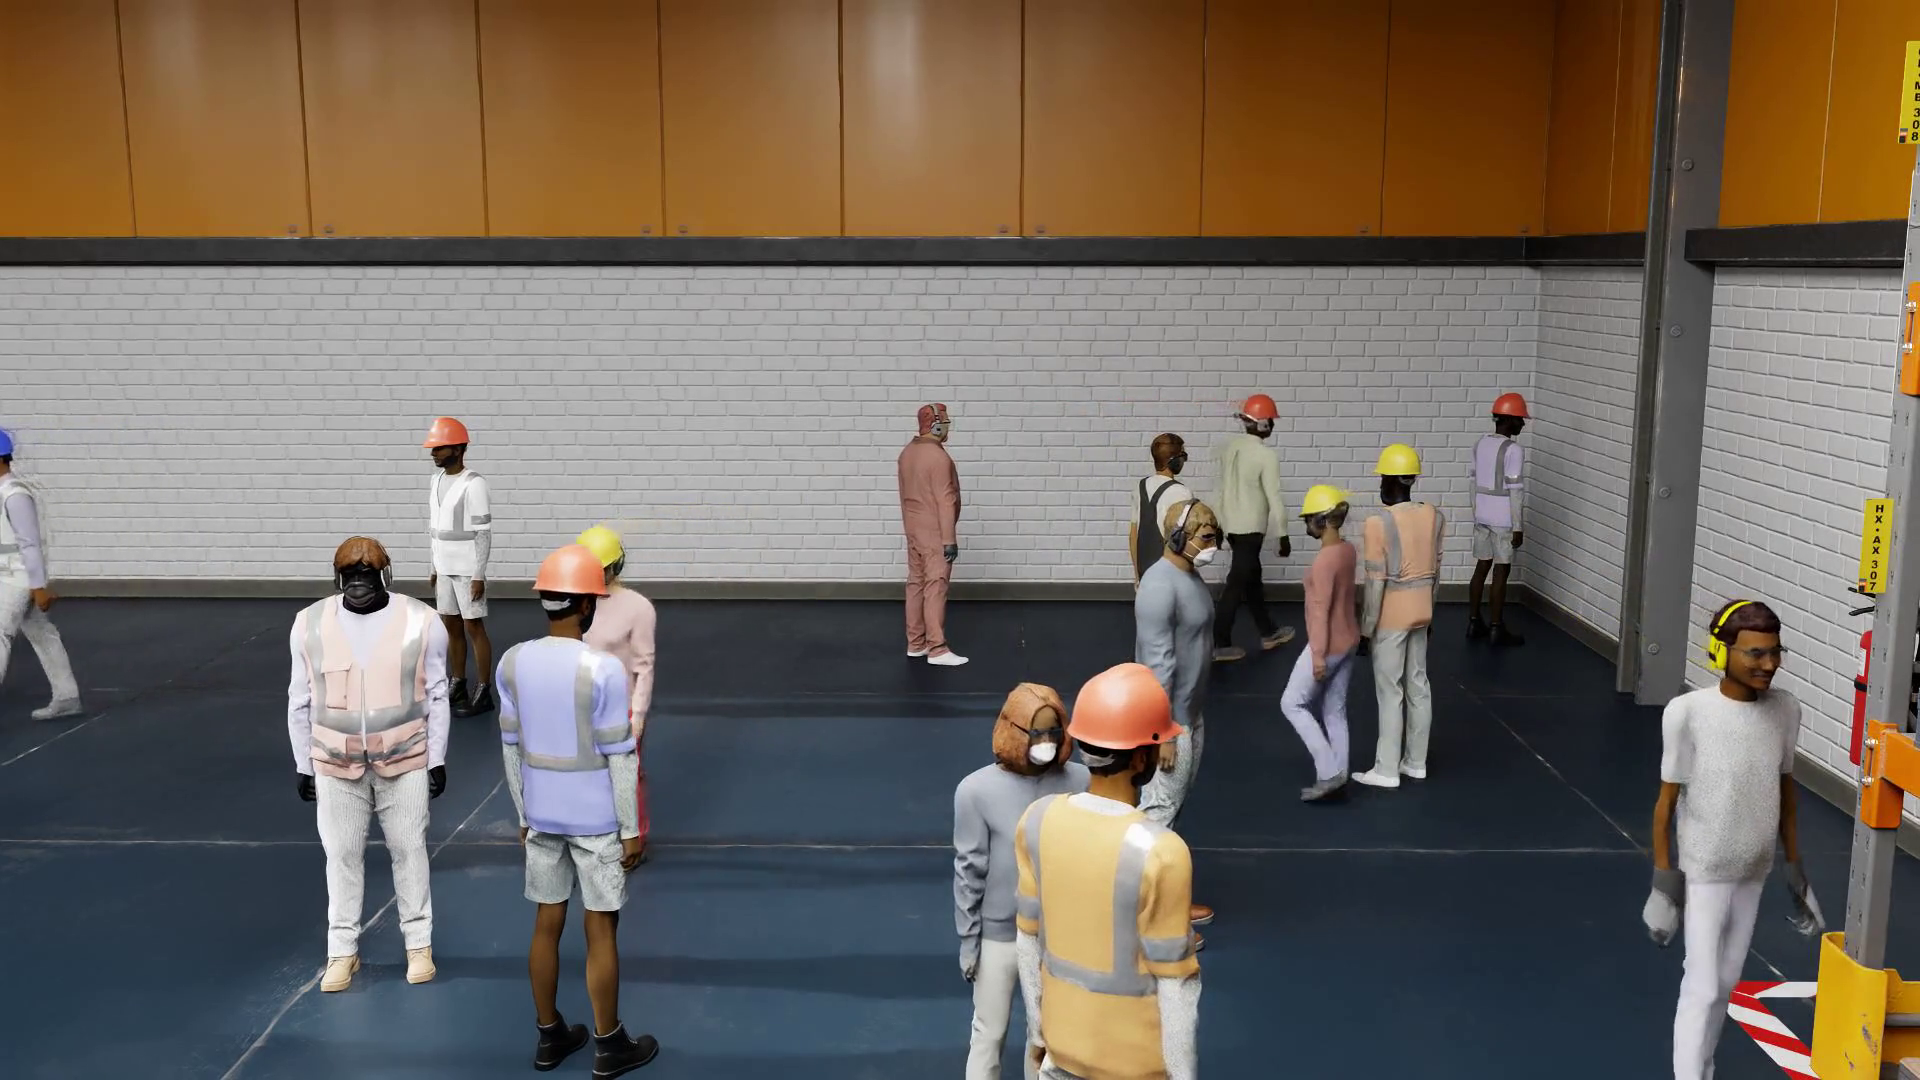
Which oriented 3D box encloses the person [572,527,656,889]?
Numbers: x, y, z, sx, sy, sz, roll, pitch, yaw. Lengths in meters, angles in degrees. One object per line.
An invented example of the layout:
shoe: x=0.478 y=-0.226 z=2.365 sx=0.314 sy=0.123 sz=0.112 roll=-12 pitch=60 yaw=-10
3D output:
person: x=-1.677 y=0.792 z=7.669 sx=0.565 sy=1.716 sz=0.774 roll=3 pitch=10 yaw=15

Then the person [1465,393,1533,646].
person: x=4.149 y=-0.161 z=12.762 sx=0.373 sy=1.930 sz=0.552 roll=-3 pitch=10 yaw=-19

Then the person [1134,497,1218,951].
person: x=0.926 y=0.774 z=7.163 sx=0.370 sy=1.934 sz=0.627 roll=3 pitch=10 yaw=19

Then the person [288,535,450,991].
person: x=-2.374 y=0.893 z=6.720 sx=0.627 sy=1.844 sz=0.429 roll=-2 pitch=10 yaw=-14

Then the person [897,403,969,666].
person: x=-0.190 y=-0.044 z=12.134 sx=0.403 sy=1.911 sz=0.637 roll=-5 pitch=11 yaw=-28

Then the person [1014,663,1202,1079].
person: x=0.390 y=1.264 z=4.206 sx=0.369 sy=1.939 sz=0.542 roll=-9 pitch=13 yaw=-43

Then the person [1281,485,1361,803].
person: x=1.958 y=0.571 z=8.962 sx=0.382 sy=1.741 sz=0.522 roll=7 pitch=12 yaw=35

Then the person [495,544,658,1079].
person: x=-1.368 y=0.975 z=5.964 sx=0.543 sy=1.932 sz=0.365 roll=4 pitch=10 yaw=22

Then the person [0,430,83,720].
person: x=-6.034 y=0.250 z=10.388 sx=0.957 sy=1.902 sz=0.614 roll=-7 pitch=12 yaw=-37

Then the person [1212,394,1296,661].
person: x=2.222 y=-0.094 z=12.297 sx=0.962 sy=1.946 sz=0.647 roll=-4 pitch=10 yaw=-24

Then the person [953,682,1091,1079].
person: x=0.213 y=1.244 z=5.239 sx=0.497 sy=1.633 sz=0.286 roll=-5 pitch=10 yaw=-25

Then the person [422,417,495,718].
person: x=-3.254 y=0.174 z=10.740 sx=0.548 sy=1.938 sz=0.358 roll=7 pitch=12 yaw=36

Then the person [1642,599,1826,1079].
person: x=2.533 y=1.101 z=5.458 sx=0.551 sy=1.863 sz=0.421 roll=-3 pitch=10 yaw=-16

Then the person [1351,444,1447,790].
person: x=2.425 y=0.426 z=9.256 sx=0.586 sy=1.928 sz=0.380 roll=-6 pitch=11 yaw=-32

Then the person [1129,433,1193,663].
person: x=1.302 y=0.235 z=10.649 sx=0.351 sy=1.846 sz=0.506 roll=-8 pitch=12 yaw=-39
